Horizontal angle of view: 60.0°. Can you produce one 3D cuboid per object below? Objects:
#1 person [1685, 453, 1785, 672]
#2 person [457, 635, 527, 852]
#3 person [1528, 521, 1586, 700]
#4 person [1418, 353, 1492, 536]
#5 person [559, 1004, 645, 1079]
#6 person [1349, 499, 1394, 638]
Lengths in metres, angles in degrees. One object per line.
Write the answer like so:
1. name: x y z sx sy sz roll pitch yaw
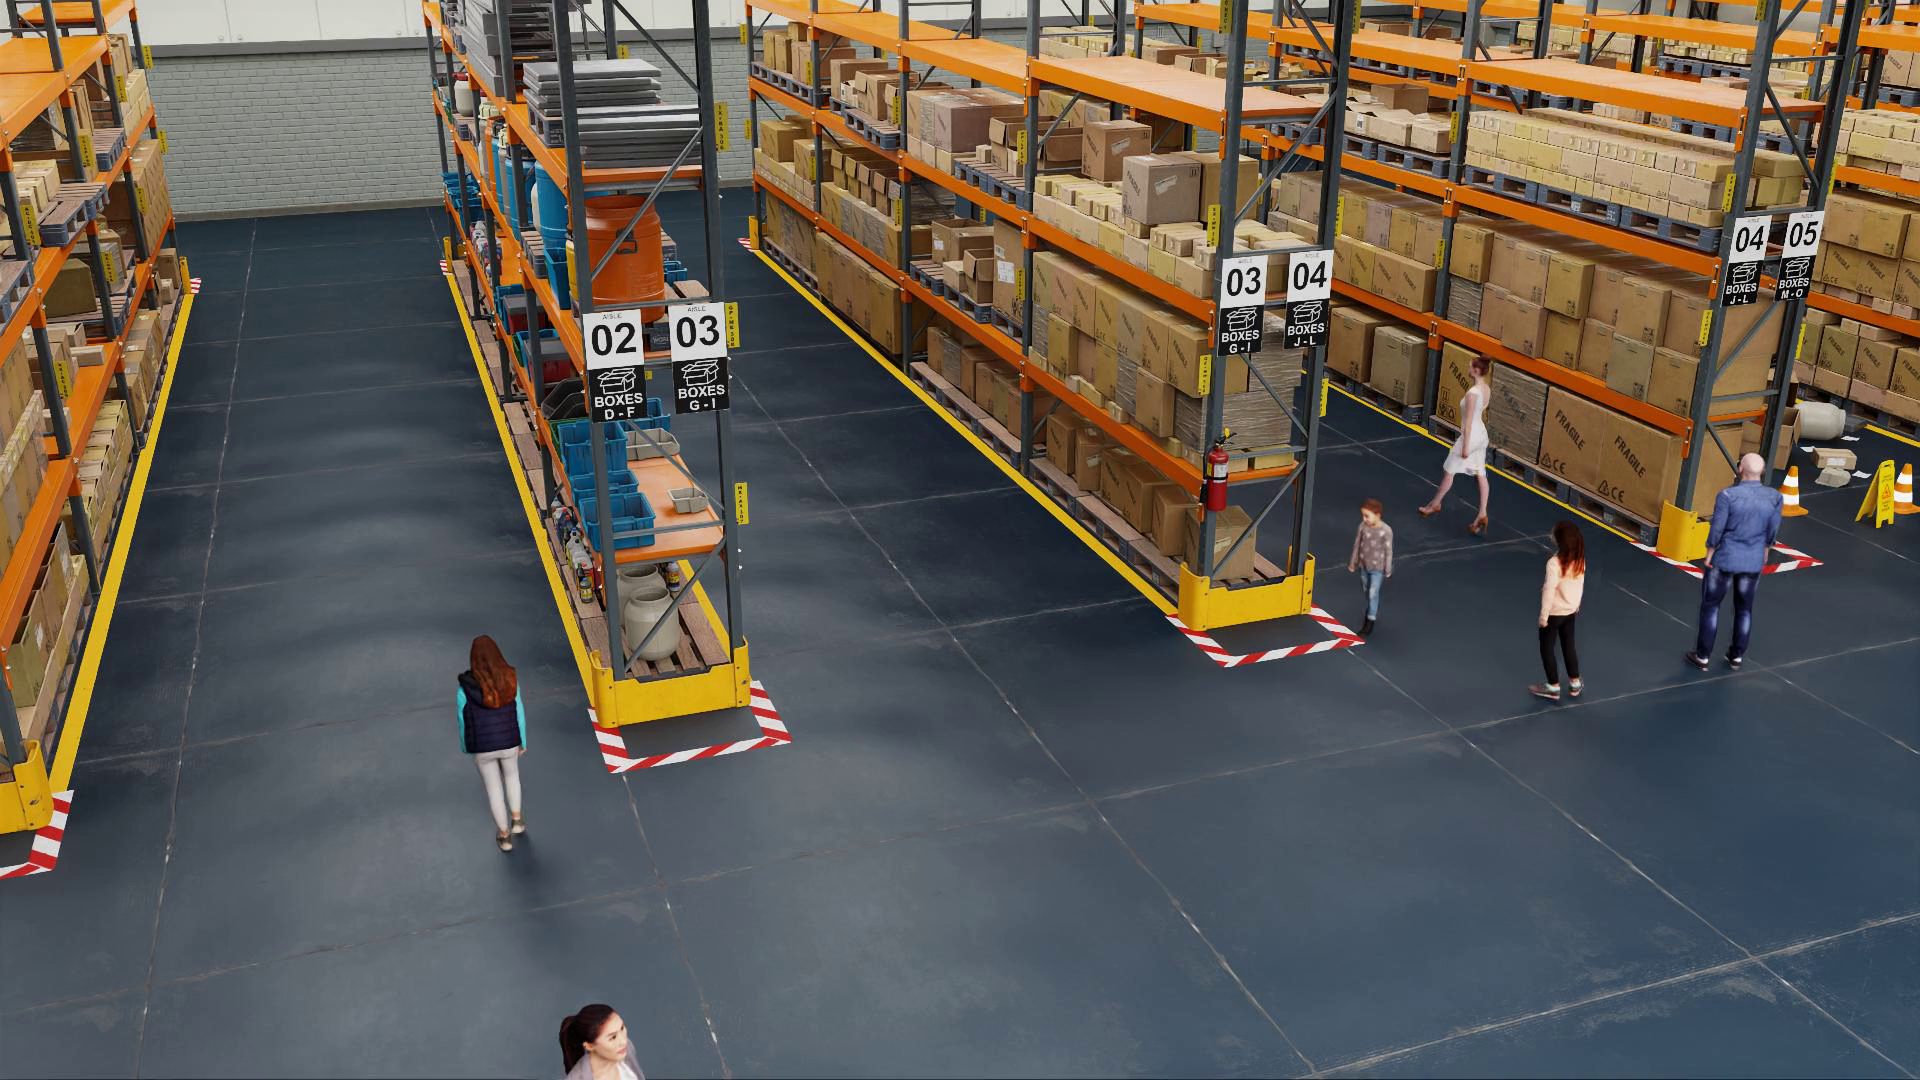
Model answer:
1. person: 6.167 0.175 13.206 0.792 1.826 0.734 0 22 0
2. person: -3.015 1.345 10.790 0.592 1.490 0.615 -11 25 -24
3. person: 4.642 0.542 12.792 0.750 1.461 0.622 -10 24 -23
4. person: 4.977 -0.887 15.882 1.034 1.768 0.858 19 29 39
5. person: -1.580 2.709 7.263 1.099 1.635 1.031 11 25 24
6. person: 3.496 0.195 14.027 0.795 1.169 0.750 19 29 38
